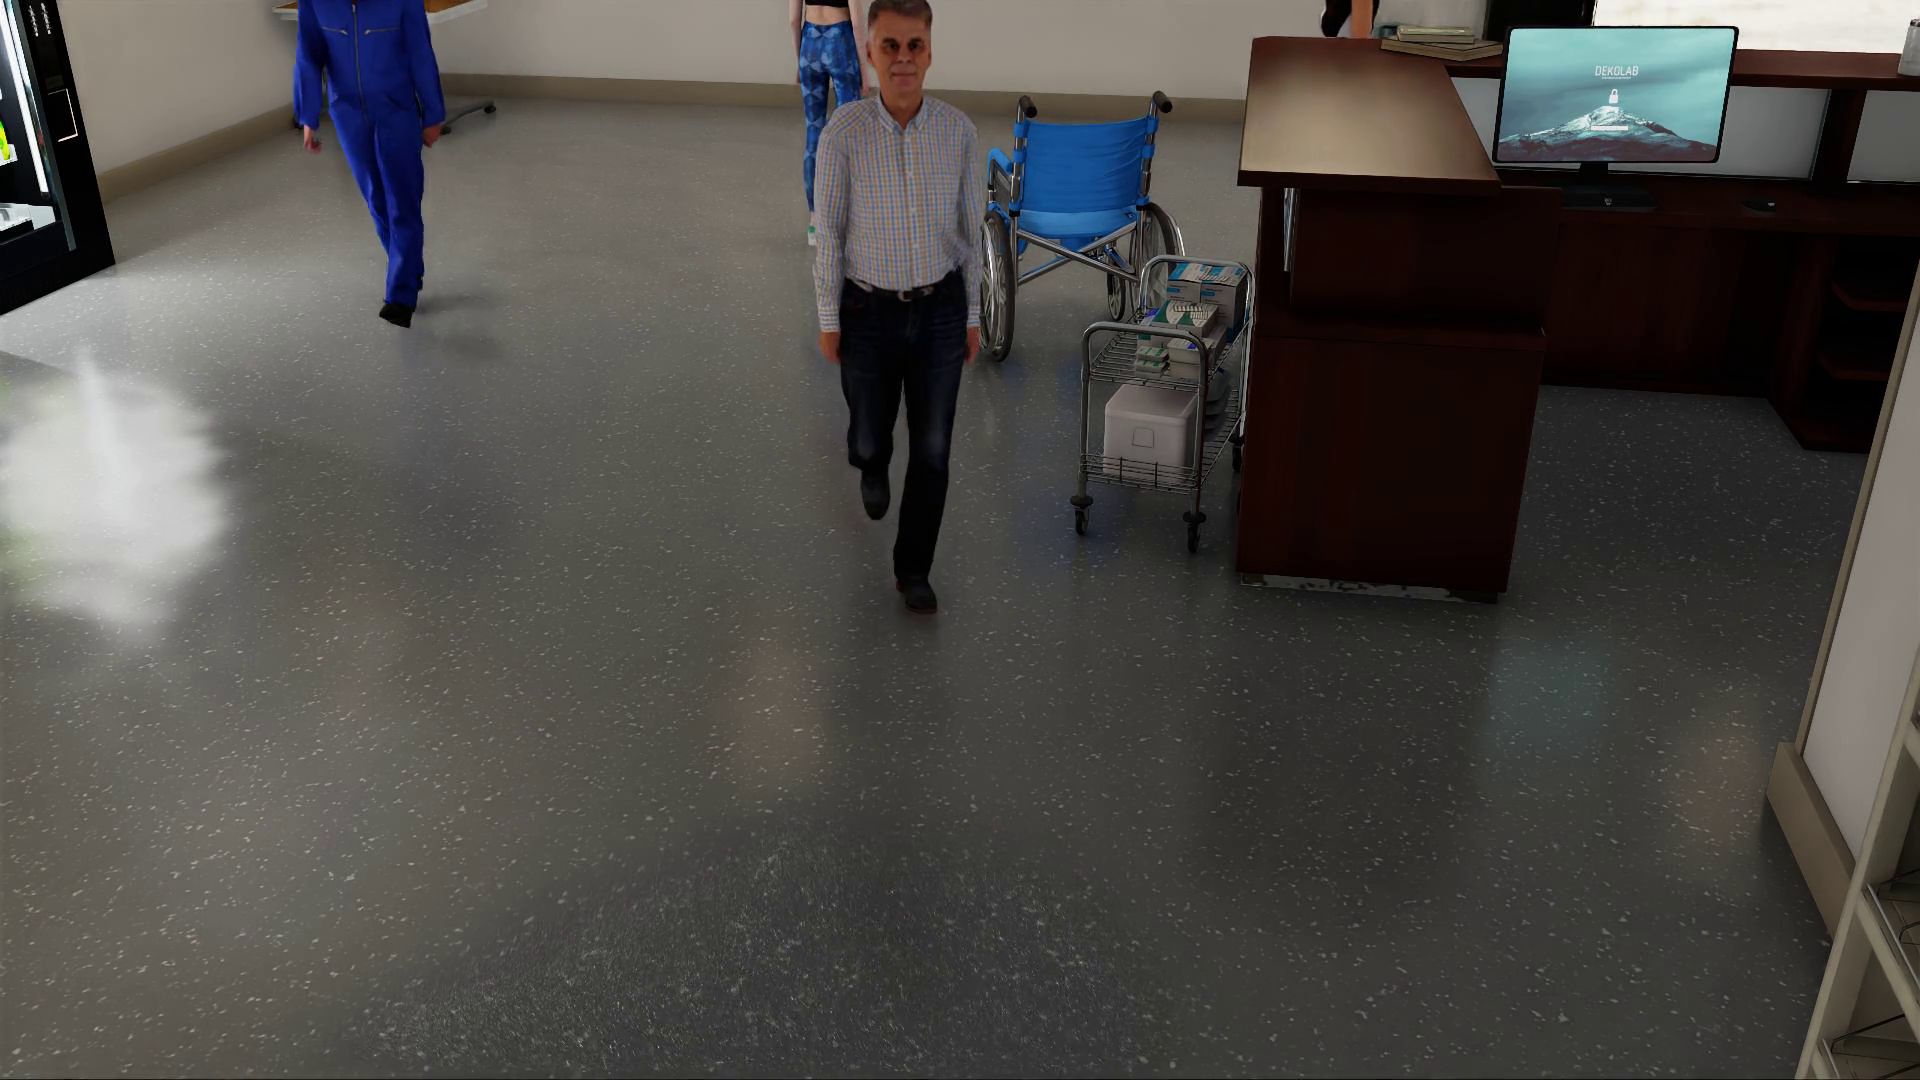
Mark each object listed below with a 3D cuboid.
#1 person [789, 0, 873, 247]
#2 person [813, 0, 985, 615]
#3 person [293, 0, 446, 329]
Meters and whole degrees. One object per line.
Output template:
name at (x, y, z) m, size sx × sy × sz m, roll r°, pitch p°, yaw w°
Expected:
person at (-0.663, -2.397, 8.493) m, size 0.620 × 1.784 × 0.614 m, roll 10°, pitch 28°, yaw 21°
person at (-0.184, -0.703, 4.956) m, size 0.863 × 1.805 × 1.076 m, roll -4°, pitch 26°, yaw -9°
person at (-2.574, -1.877, 7.418) m, size 0.865 × 1.781 × 1.216 m, roll 0°, pitch 26°, yaw -1°
